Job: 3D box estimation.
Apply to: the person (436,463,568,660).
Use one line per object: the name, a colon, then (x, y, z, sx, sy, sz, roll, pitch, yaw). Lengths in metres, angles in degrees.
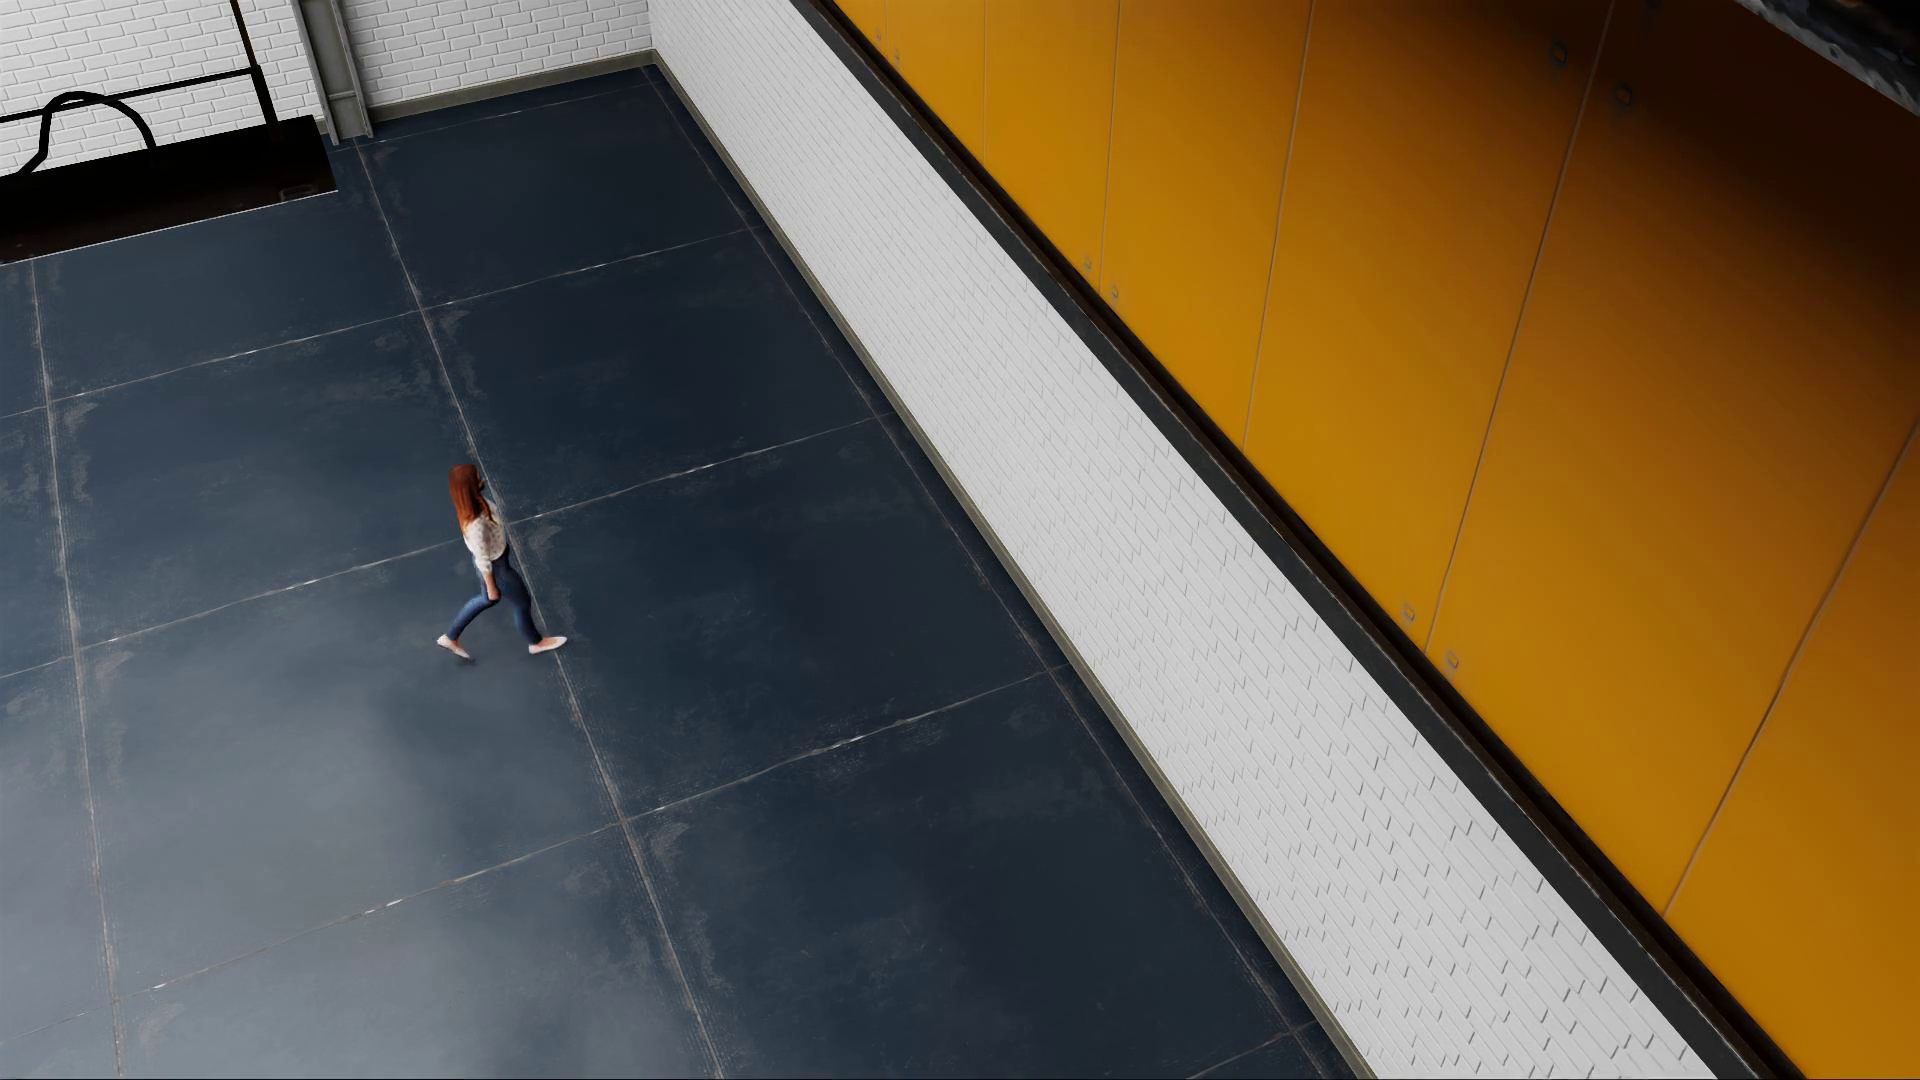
person: (-3.132, 0.184, 10.827, 1.079, 1.705, 0.647, -14, 45, -14)
